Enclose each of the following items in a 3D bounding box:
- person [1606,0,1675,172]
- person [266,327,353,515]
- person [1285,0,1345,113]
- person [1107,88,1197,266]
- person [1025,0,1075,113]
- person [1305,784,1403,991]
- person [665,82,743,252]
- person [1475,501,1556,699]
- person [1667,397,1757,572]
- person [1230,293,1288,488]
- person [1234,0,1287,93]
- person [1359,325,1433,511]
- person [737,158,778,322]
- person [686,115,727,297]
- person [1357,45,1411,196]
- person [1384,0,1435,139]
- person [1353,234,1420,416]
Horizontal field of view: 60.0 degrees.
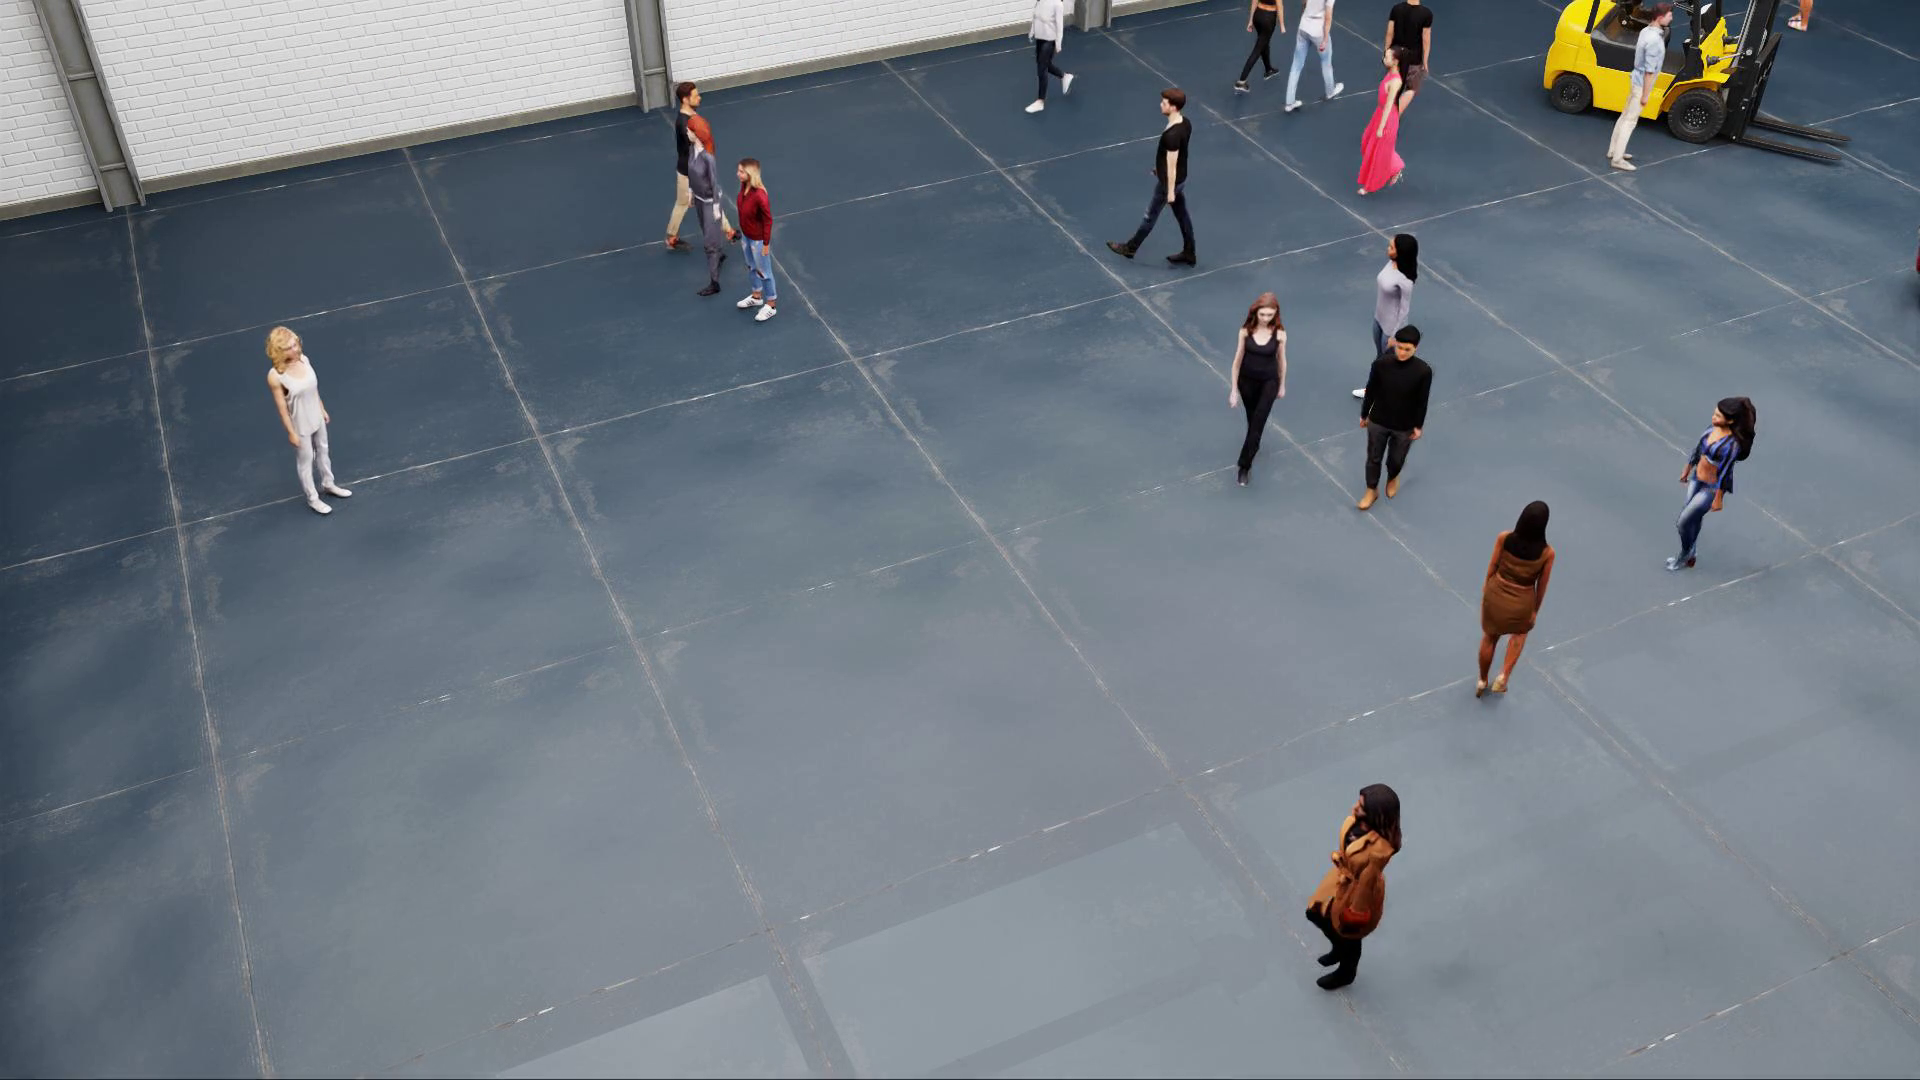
[{"bbox_3d":[7.516,-5.035,18.371,0.744,1.847,0.726,7,39,9],"label":"person"},{"bbox_3d":[-5.317,-0.990,13.447,0.746,1.671,0.681,14,41,17],"label":"person"},{"bbox_3d":[4.074,-5.901,19.484,1.191,1.811,0.893,-31,48,-33],"label":"person"},{"bbox_3d":[2.192,-3.554,16.510,1.205,1.856,1.143,13,40,15],"label":"person"},{"bbox_3d":[1.092,-5.909,19.596,1.007,1.684,0.717,-23,44,-26],"label":"person"},{"bbox_3d":[2.376,2.038,9.624,0.734,1.711,0.761,-6,39,-7],"label":"person"},{"bbox_3d":[-2.793,-3.715,16.746,1.244,1.813,1.008,1,39,1],"label":"person"},{"bbox_3d":[3.811,0.478,11.603,0.699,1.678,0.749,18,42,21],"label":"person"},{"bbox_3d":[5.806,-0.419,12.777,0.748,1.615,0.741,-3,39,-4],"label":"person"},{"bbox_3d":[2.504,-1.364,13.902,1.080,1.687,1.118,11,40,13],"label":"person"},{"bbox_3d":[3.600,-6.173,19.994,1.171,1.600,0.782,-28,46,-31],"label":"person"},{"bbox_3d":[3.527,-1.021,13.451,0.828,1.715,0.878,20,43,24],"label":"person"},{"bbox_3d":[-1.948,-2.890,15.855,0.578,1.634,0.637,-24,44,-27],"label":"person"},{"bbox_3d":[-2.456,-3.333,16.310,0.781,1.760,0.906,31,48,33],"label":"person"},{"bbox_3d":[4.606,-4.446,17.739,0.883,1.716,0.814,6,39,7],"label":"person"},{"bbox_3d":[5.038,-5.452,18.889,0.971,1.852,1.074,21,43,24],"label":"person"},{"bbox_3d":[3.777,-1.897,14.531,0.629,1.736,0.662,-4,39,-5],"label":"person"}]
